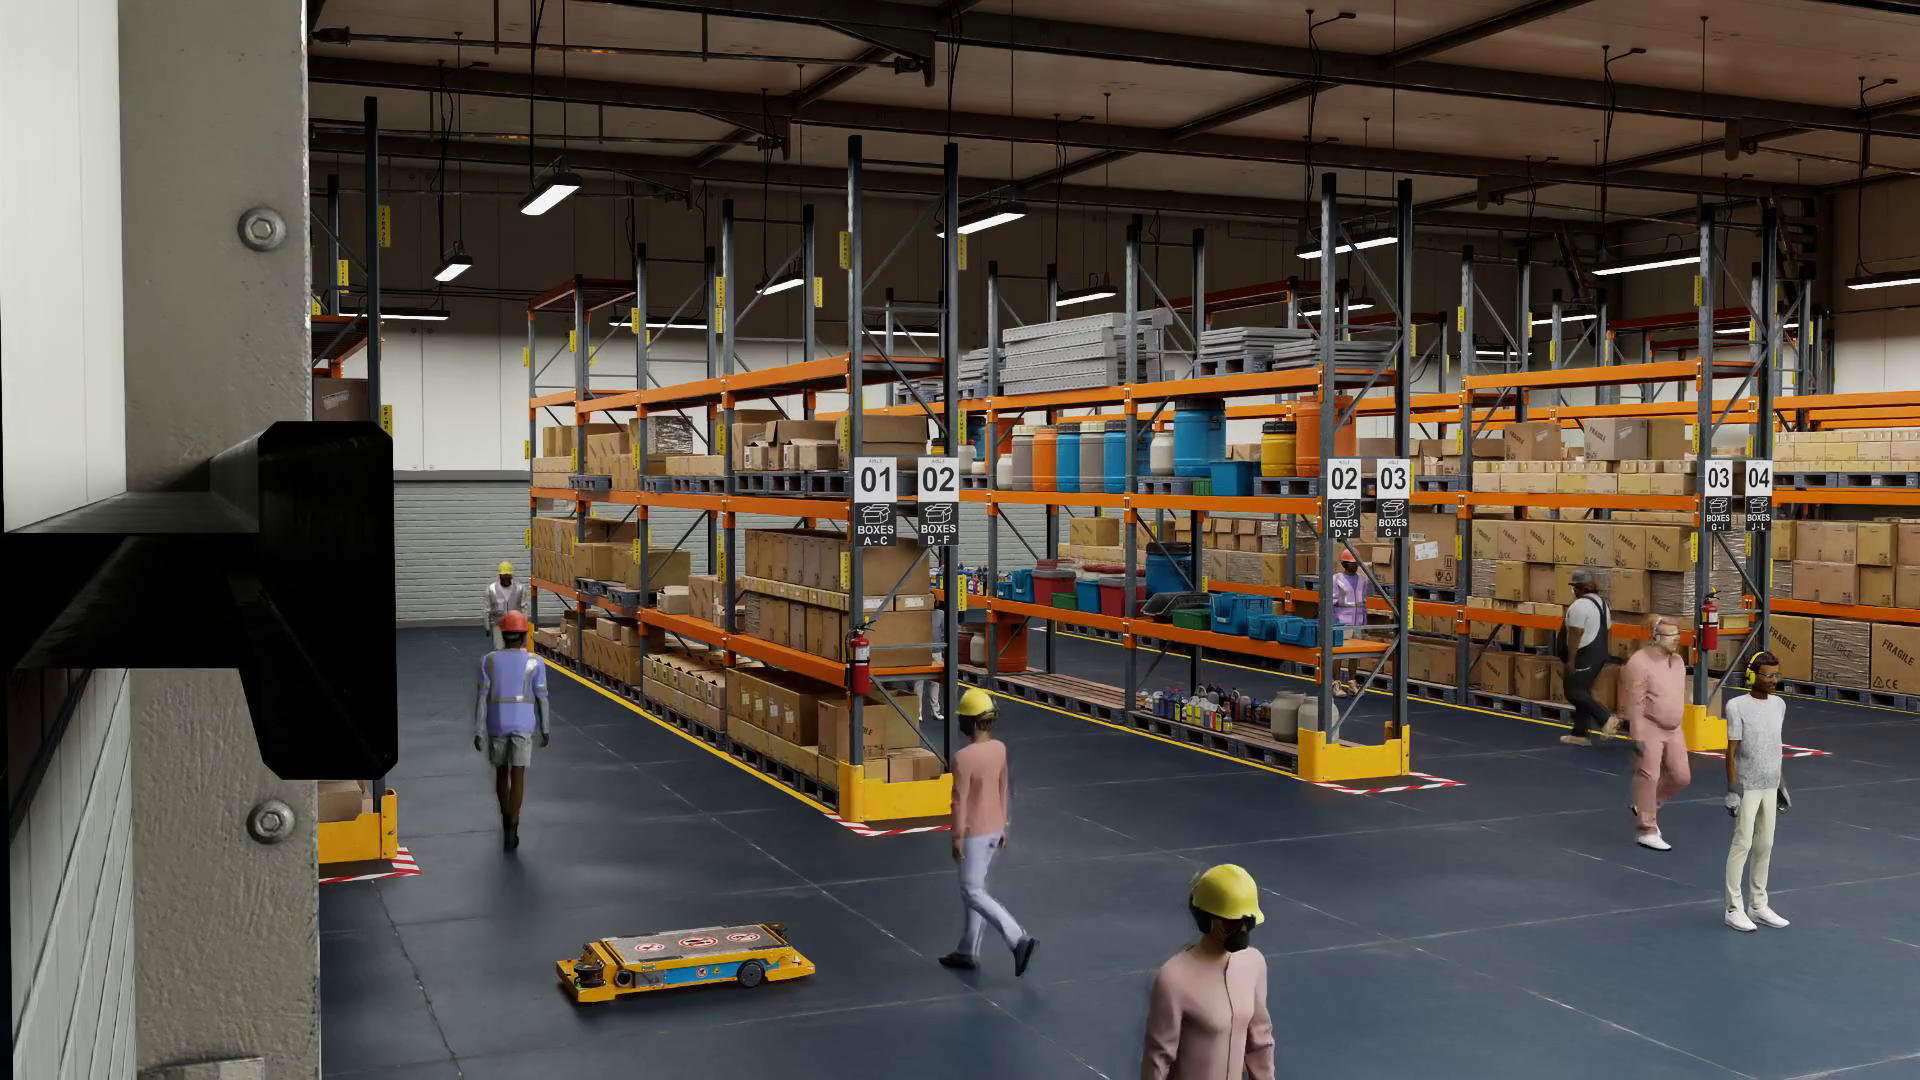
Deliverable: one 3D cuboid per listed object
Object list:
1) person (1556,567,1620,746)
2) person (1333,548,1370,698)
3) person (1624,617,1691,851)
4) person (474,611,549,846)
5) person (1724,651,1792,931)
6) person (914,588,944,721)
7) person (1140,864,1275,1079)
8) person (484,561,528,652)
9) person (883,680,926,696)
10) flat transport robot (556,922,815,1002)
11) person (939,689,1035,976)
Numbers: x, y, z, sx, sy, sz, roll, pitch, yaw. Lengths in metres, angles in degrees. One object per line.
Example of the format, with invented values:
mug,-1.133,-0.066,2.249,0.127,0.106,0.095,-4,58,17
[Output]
person,7.003,1.309,19.953,0.705,2.000,0.691,2,3,43
person,5.301,1.120,24.329,0.616,2.039,0.387,-1,2,-23
person,5.689,1.567,14.642,0.657,1.896,0.462,-1,2,-27
person,-3.721,1.546,14.938,0.578,1.900,0.936,0,2,-5
person,5.381,1.676,12.068,0.537,1.865,0.312,-1,2,-23
person,-0.381,1.407,22.082,0.508,1.632,0.265,-1,2,-23
person,0.842,1.965,6.151,0.534,1.742,0.474,-2,3,-44
person,-6.540,1.188,25.766,0.595,1.797,0.880,-1,2,-22
person,-0.798,1.254,24.194,0.495,1.783,0.984,-2,3,-38
flat transport robot,-1.658,2.531,10.816,1.431,0.197,0.652,-1,2,-23
person,0.165,1.781,10.919,0.713,1.746,0.528,2,3,35
